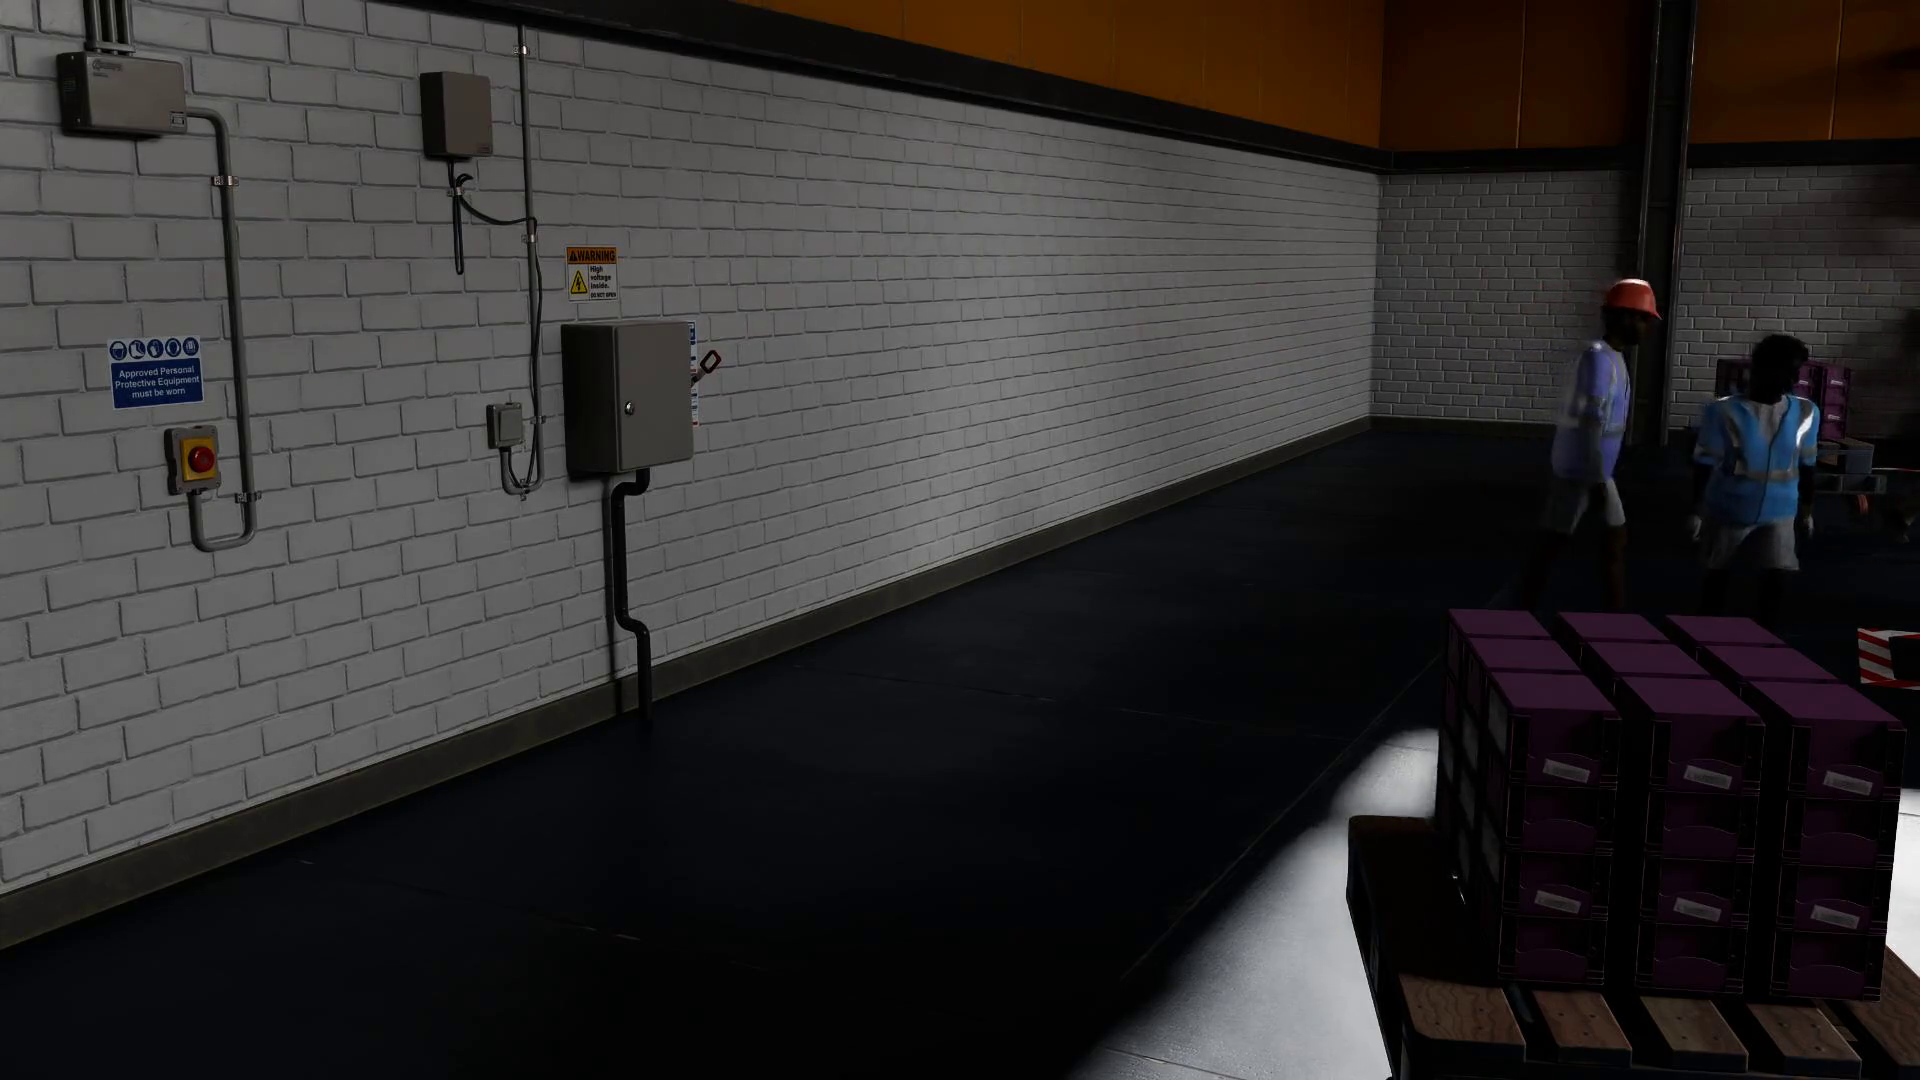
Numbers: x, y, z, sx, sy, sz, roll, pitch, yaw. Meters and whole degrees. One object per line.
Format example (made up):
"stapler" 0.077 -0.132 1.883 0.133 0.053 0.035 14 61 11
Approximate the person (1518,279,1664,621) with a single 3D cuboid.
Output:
"person" 3.173 -0.346 8.328 0.733 1.893 0.615 7 12 34

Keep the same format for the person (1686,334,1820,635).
"person" 3.604 -0.099 7.540 0.588 1.646 0.788 2 10 9

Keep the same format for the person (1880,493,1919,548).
"person" 6.414 -0.735 10.778 0.628 1.816 0.598 7 12 34
